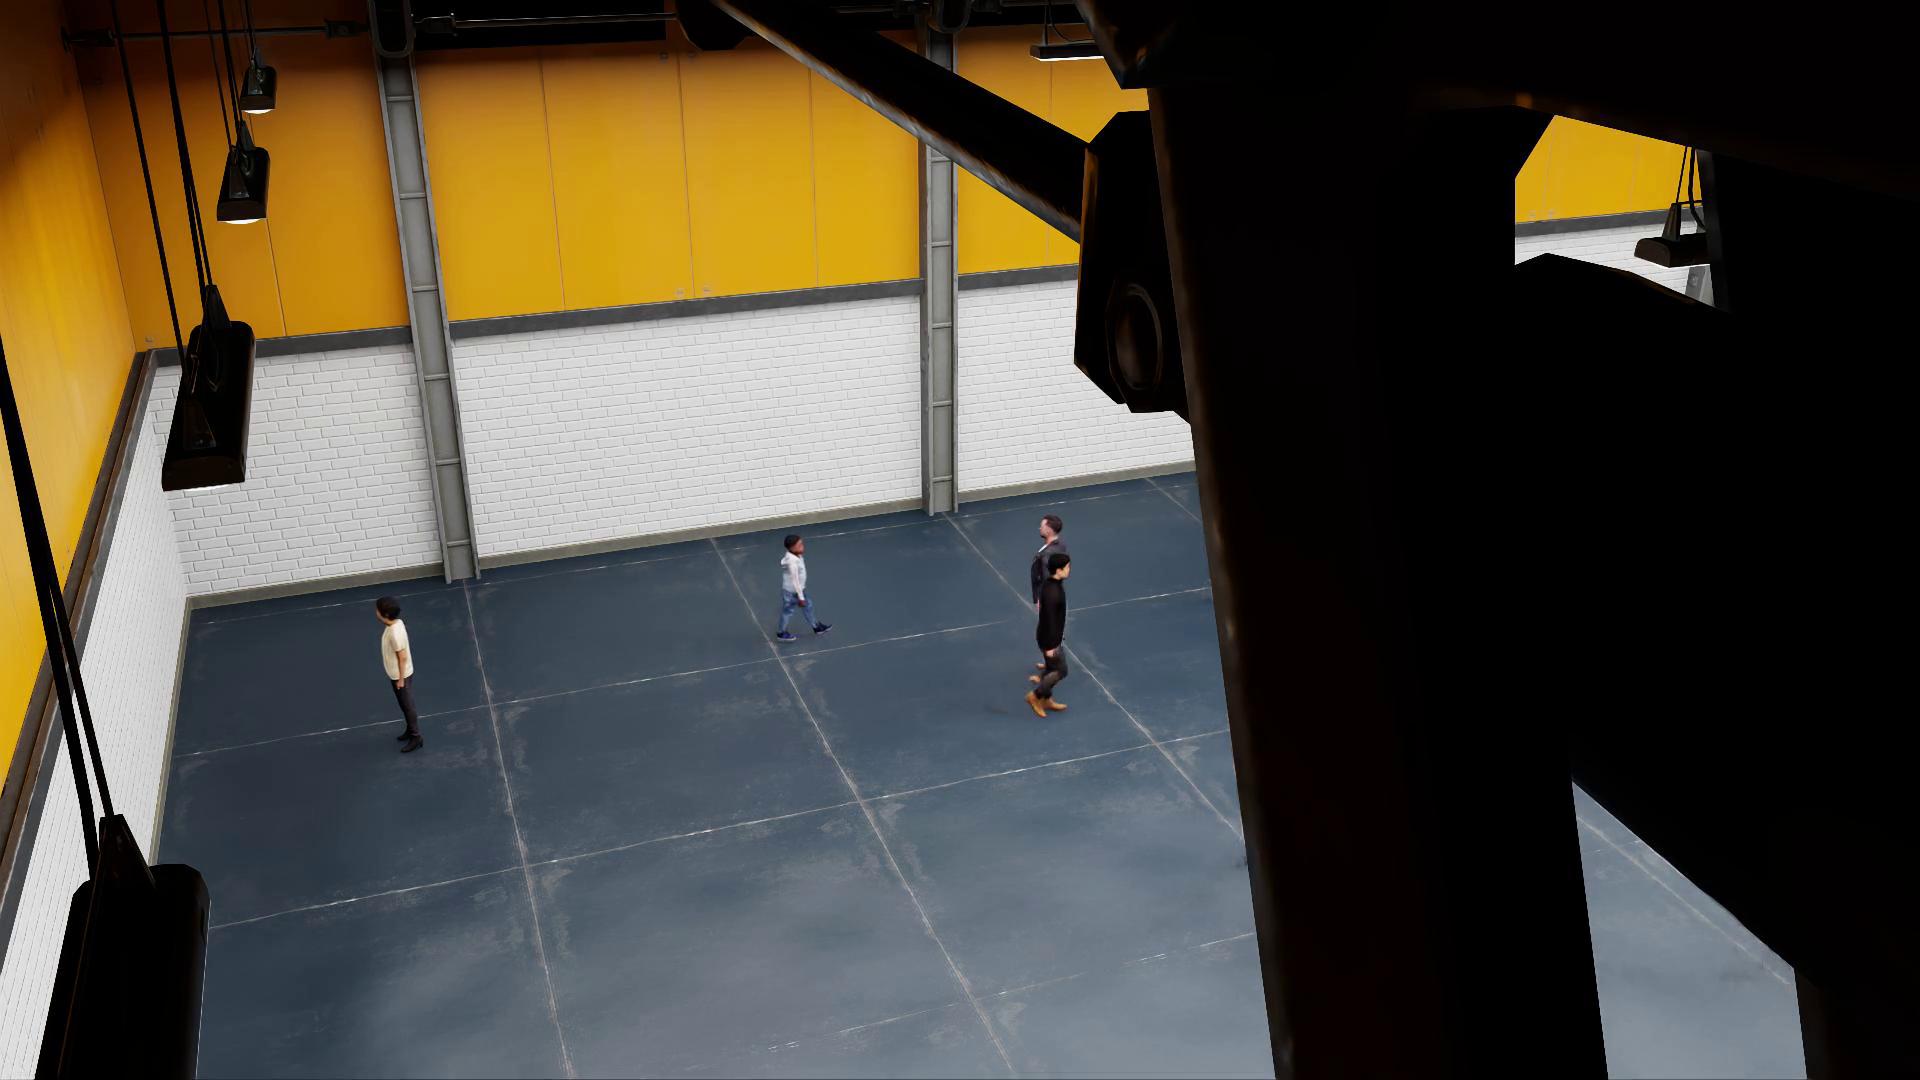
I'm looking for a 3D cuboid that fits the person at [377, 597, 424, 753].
[{"bbox_3d":[-5.329,1.258,15.827,0.466,1.588,0.596,-9,25,-20],"label":"person"}]

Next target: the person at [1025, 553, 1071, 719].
[{"bbox_3d":[0.831,0.938,16.402,0.775,1.714,0.760,3,24,6],"label":"person"}]

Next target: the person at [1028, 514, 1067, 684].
[{"bbox_3d":[0.925,0.589,17.048,0.781,1.836,0.730,10,25,21],"label":"person"}]

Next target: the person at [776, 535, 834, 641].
[{"bbox_3d":[-1.855,0.531,17.938,0.902,1.229,0.667,-1,24,-1],"label":"person"}]
